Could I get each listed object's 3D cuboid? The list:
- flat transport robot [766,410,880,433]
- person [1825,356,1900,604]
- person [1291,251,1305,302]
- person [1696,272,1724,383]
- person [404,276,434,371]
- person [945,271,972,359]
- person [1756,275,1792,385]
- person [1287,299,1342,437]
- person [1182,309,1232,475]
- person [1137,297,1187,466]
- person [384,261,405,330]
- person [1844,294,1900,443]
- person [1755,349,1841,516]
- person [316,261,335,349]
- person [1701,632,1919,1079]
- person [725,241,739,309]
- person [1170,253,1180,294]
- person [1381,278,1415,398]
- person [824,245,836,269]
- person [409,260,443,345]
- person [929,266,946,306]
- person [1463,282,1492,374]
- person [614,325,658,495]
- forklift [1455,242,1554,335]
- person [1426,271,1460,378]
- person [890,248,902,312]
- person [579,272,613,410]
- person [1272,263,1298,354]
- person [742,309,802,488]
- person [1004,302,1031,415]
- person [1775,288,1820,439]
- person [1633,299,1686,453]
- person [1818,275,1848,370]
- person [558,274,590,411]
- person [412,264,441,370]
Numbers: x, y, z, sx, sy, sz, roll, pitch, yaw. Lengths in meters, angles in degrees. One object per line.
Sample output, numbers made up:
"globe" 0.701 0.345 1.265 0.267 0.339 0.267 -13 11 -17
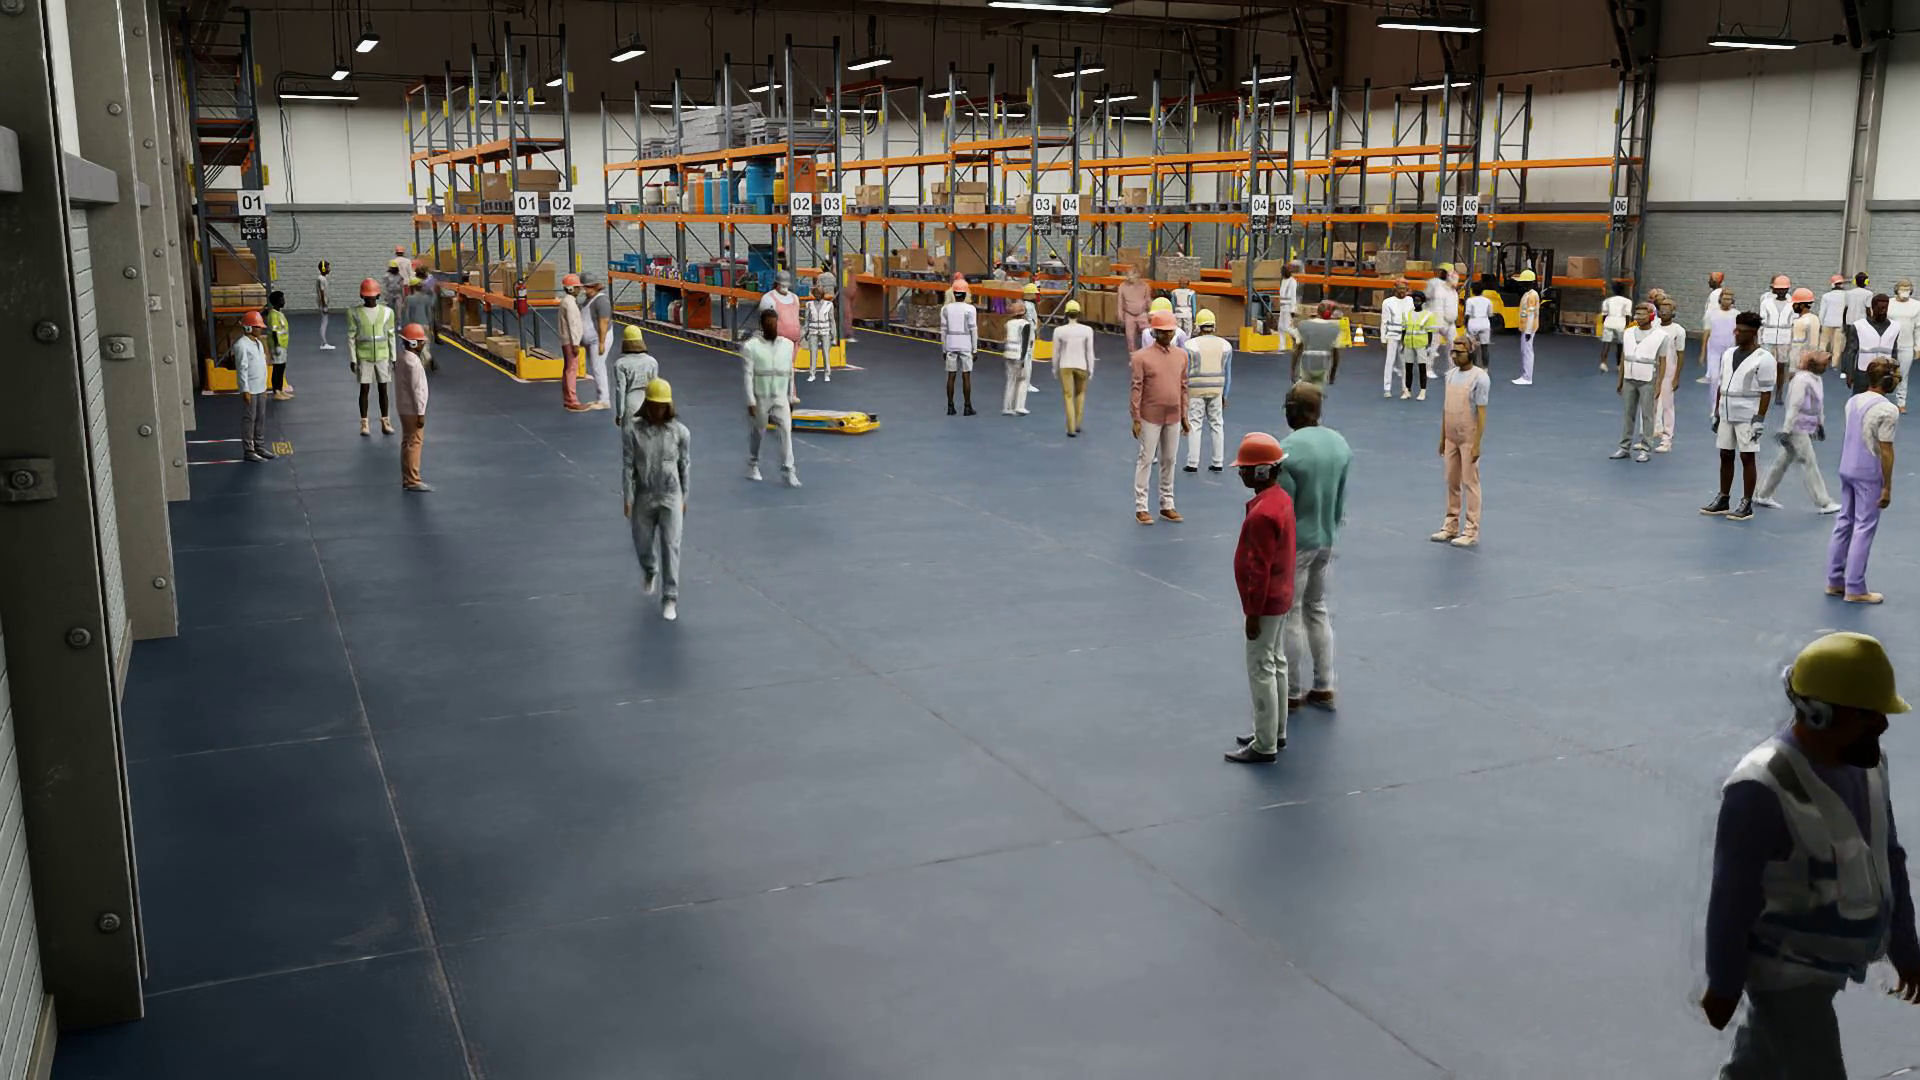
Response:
"flat transport robot" -1.854 -1.594 22.142 1.431 0.197 0.652 4 12 21
"person" 6.707 -0.440 12.307 0.348 1.839 0.501 -2 11 -9
"person" 9.688 -7.467 48.145 0.630 1.791 0.849 -1 11 -8
"person" 12.785 -3.601 28.234 0.356 1.883 0.573 9 14 38
"person" -9.686 -3.859 29.920 0.662 1.749 0.533 8 14 35
"person" -0.053 -4.470 33.037 0.572 1.725 0.589 -6 13 -30
"person" 13.667 -3.531 27.974 0.517 1.843 0.332 10 15 42
"person" 4.432 -2.104 20.842 0.652 1.800 0.466 1 11 5
"person" 2.702 -1.632 18.396 0.587 1.823 0.404 -3 11 -14
"person" 2.286 -1.787 18.899 0.594 1.926 0.366 8 14 36
"person" -13.977 -6.051 41.112 0.489 1.709 0.803 -5 12 -23
"person" 11.015 -2.019 20.129 0.592 1.910 0.378 0 11 0
"person" 8.126 -1.039 15.954 0.891 1.584 0.573 9 15 40
"person" -13.476 -4.972 35.274 0.325 1.861 0.511 -4 12 -21
"person" 2.330 1.131 4.407 0.609 1.796 0.865 -8 14 -37
"person" -6.923 -7.967 50.033 0.605 2.037 0.394 -5 12 -24
"person" 6.649 -8.026 51.359 0.279 1.633 0.499 -2 11 -11
"person" 6.859 -3.152 25.986 0.576 1.877 0.341 0 11 1
"person" -3.877 -8.050 50.756 0.592 1.916 0.375 -8 14 -35
"person" -11.598 -5.130 36.047 0.568 1.893 0.858 1 11 4
"person" -0.511 -6.484 43.053 0.526 1.830 0.966 -3 11 -14
"person" 9.152 -3.720 29.364 0.594 1.660 0.697 -1 11 -4
"person" -3.300 -1.309 16.952 0.488 1.740 0.316 -9 14 -38
"forklift" 13.047 -6.049 39.881 2.313 2.155 1.214 -5 12 -23
"person" 8.488 -3.735 28.946 0.670 1.870 0.882 -10 15 -40
"person" -1.865 -7.586 48.587 0.556 1.845 0.500 -10 15 -40
"person" -5.406 -2.953 24.537 0.536 2.000 0.688 -7 13 -31
"person" 6.724 -4.717 33.937 0.607 1.865 0.580 -3 11 -13
"person" -2.023 -1.522 17.704 0.599 1.880 0.936 -6 12 -26
"person" 0.791 -2.584 23.750 0.470 1.606 0.532 -10 15 -40
"person" 10.671 -2.229 21.157 0.543 1.931 0.388 -9 15 -40
"person" 8.453 -1.976 20.069 0.340 1.846 0.512 -7 13 -33
"person" 16.088 -4.005 30.658 0.570 1.739 0.352 1 11 3
"person" -5.654 -2.876 24.261 0.389 1.996 0.612 -4 12 -21
"person" -9.871 -4.104 30.650 0.372 1.940 0.632 -9 14 -37
